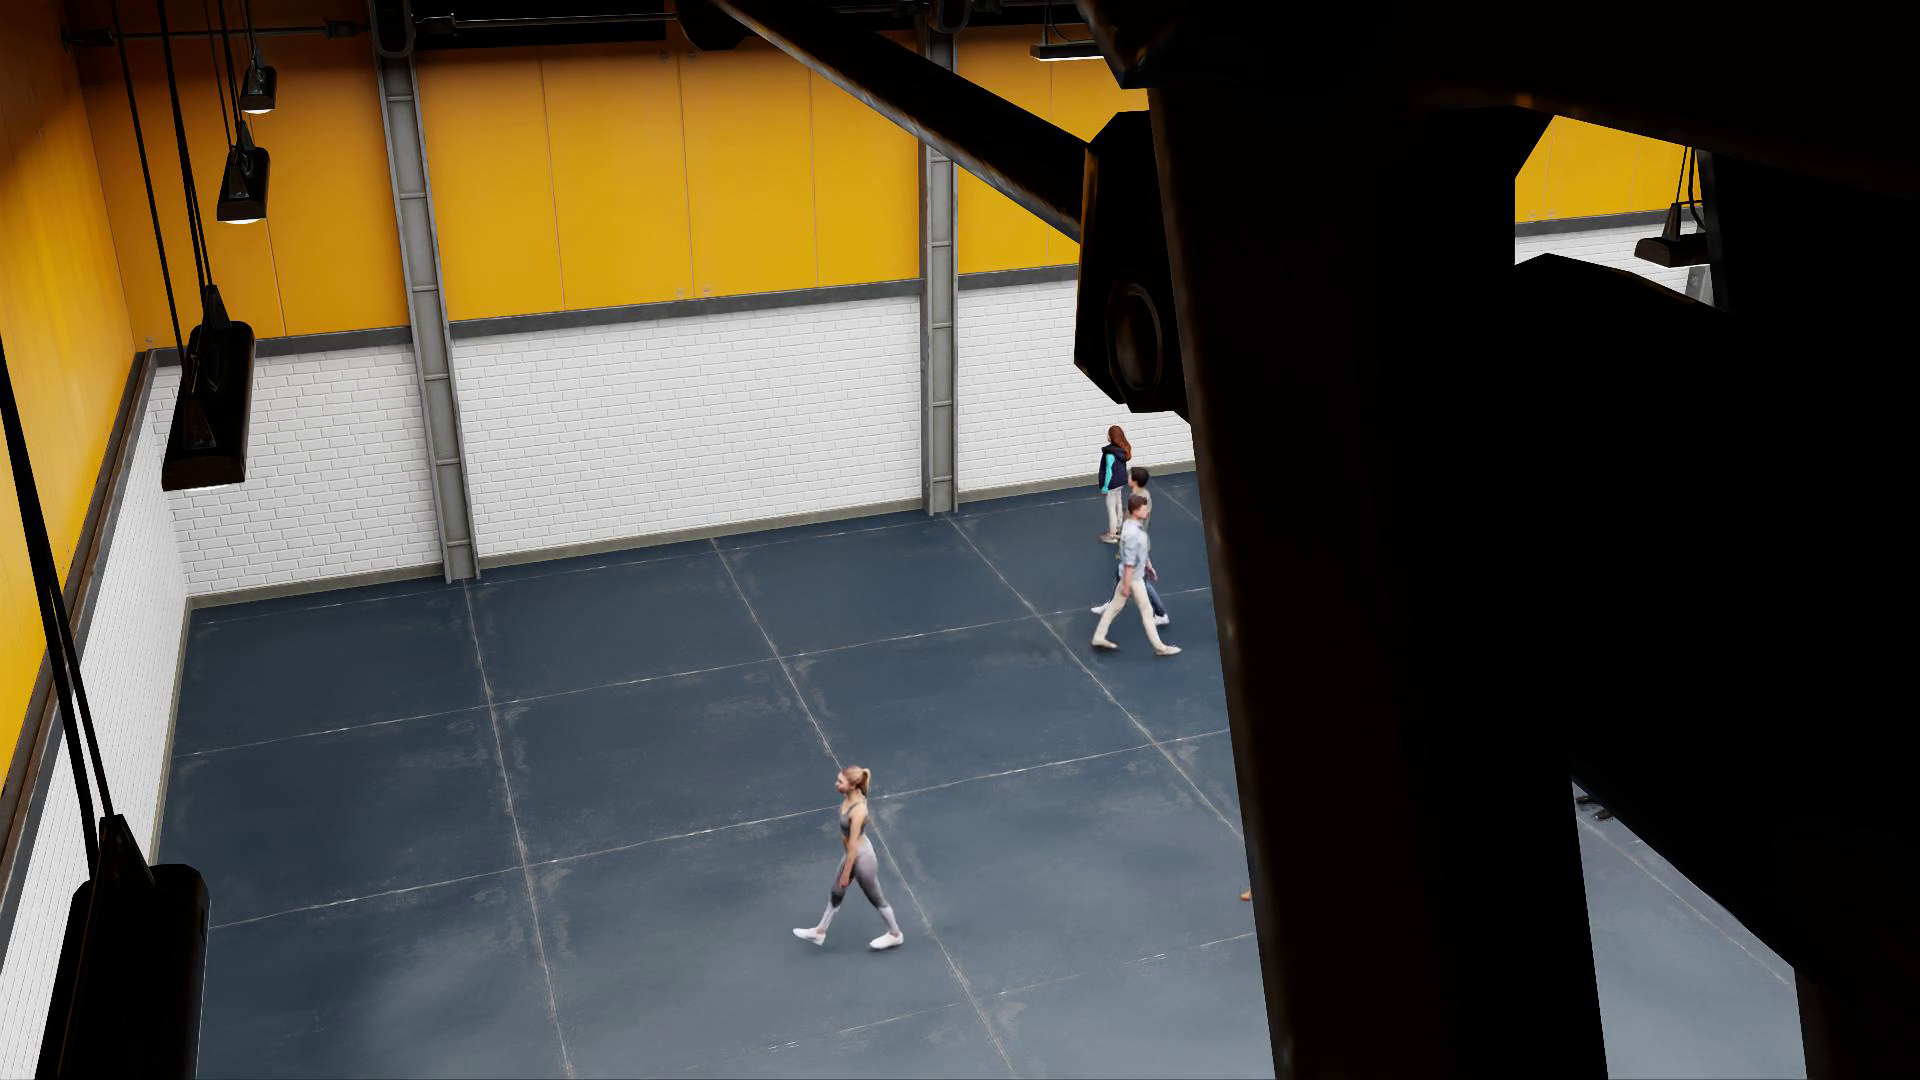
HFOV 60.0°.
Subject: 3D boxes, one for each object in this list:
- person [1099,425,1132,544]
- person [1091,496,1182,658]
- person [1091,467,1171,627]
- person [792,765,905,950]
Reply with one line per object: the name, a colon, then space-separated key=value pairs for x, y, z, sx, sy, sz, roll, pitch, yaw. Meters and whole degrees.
person: x=1.892 y=-0.702 z=20.420 sx=0.749 sy=1.501 sz=0.682 roll=13 pitch=27 yaw=27
person: x=1.724 y=0.389 z=17.550 sx=1.283 sy=1.800 sz=1.008 roll=2 pitch=24 yaw=5
person: x=2.002 y=0.115 z=18.142 sx=1.258 sy=1.828 sz=1.156 roll=9 pitch=25 yaw=19
person: x=-0.689 y=2.490 z=12.923 sx=1.111 sy=1.658 sz=0.655 roll=-5 pitch=24 yaw=-11
